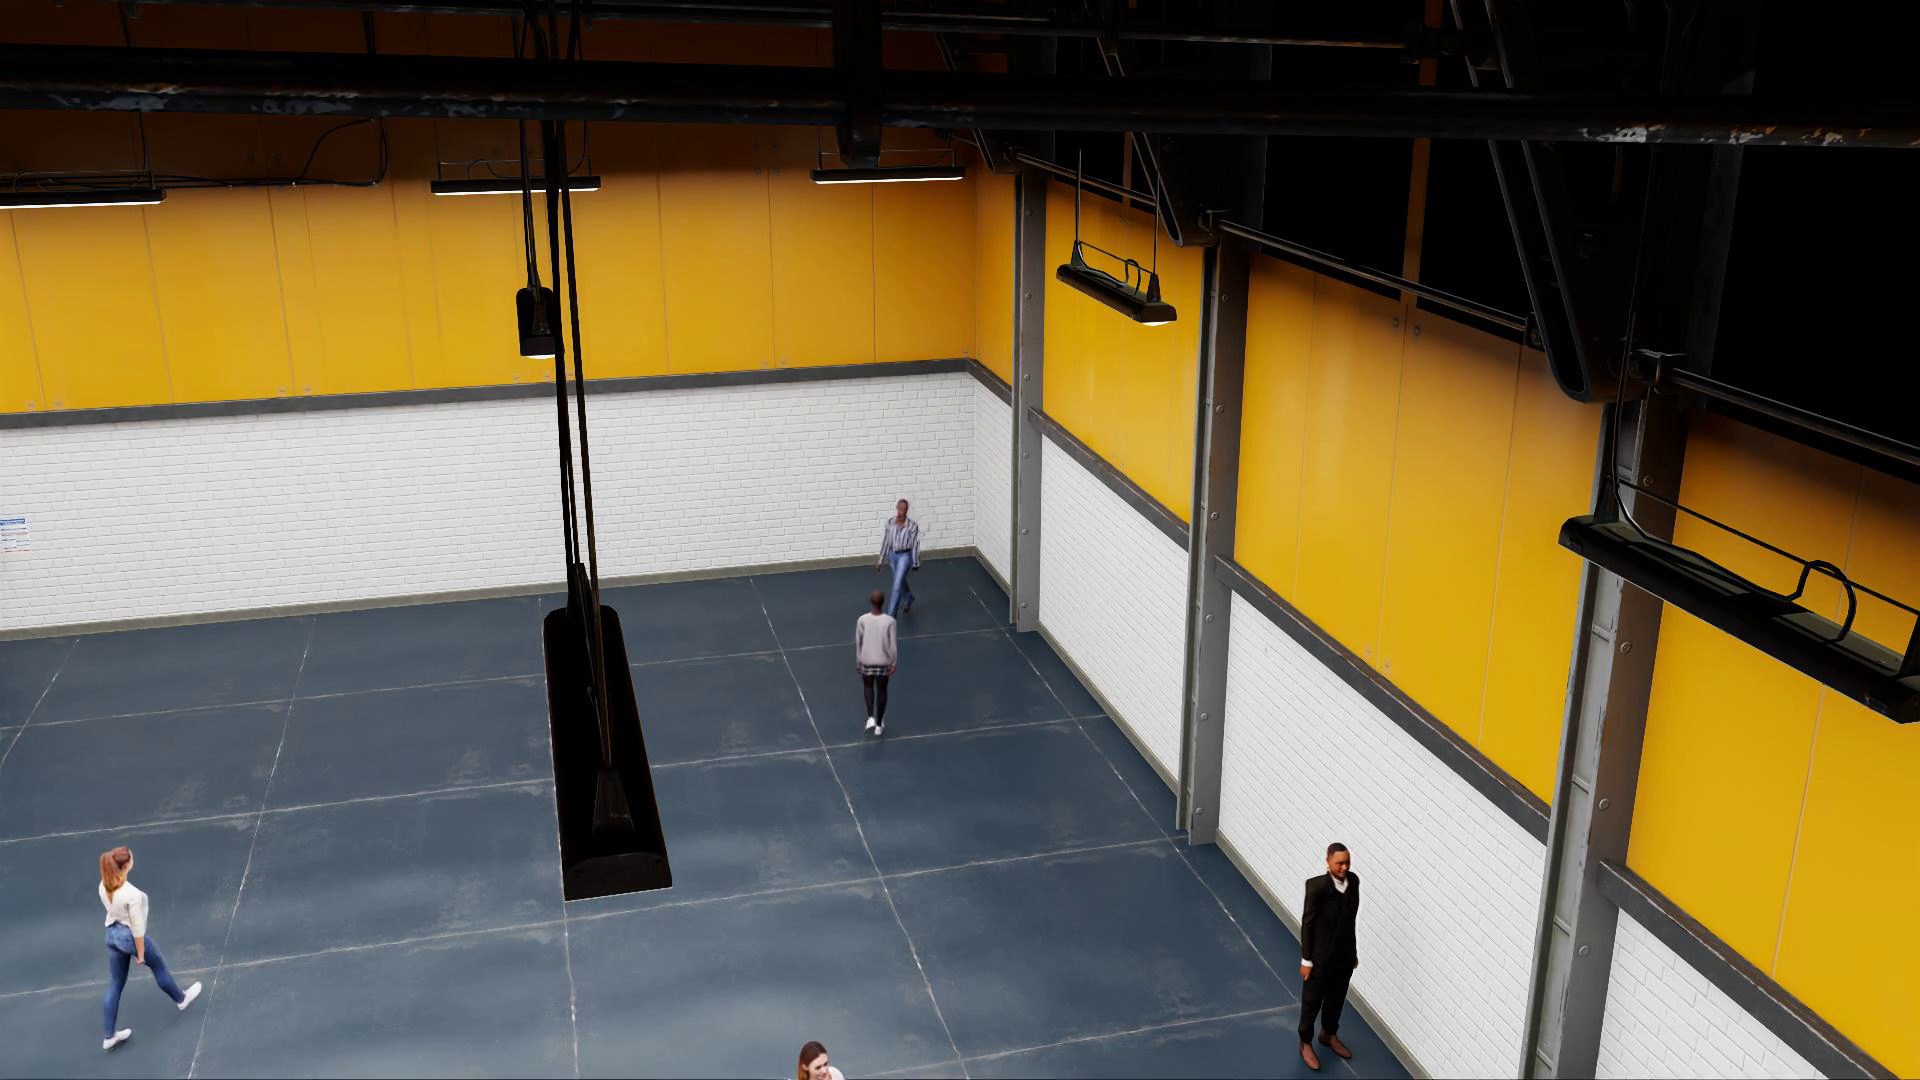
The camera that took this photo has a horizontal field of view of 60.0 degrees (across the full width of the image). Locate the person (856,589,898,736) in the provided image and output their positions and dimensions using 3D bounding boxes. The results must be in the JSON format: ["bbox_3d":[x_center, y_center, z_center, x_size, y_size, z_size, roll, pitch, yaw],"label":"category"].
[{"bbox_3d":[-0.963,1.431,18.959,0.716,1.758,0.746,1,19,2],"label":"person"}]

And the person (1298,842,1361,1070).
[{"bbox_3d":[2.945,3.271,13.264,0.728,1.905,0.674,-9,21,-24],"label":"person"}]

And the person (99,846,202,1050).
[{"bbox_3d":[-6.808,3.326,13.470,1.063,1.671,1.183,8,20,22],"label":"person"}]

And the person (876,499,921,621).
[{"bbox_3d":[-0.779,0.290,22.396,1.143,1.726,1.270,8,20,23],"label":"person"}]

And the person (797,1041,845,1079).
[{"bbox_3d":[-0.995,4.082,11.217,0.934,1.674,1.140,-17,25,-41],"label":"person"}]
